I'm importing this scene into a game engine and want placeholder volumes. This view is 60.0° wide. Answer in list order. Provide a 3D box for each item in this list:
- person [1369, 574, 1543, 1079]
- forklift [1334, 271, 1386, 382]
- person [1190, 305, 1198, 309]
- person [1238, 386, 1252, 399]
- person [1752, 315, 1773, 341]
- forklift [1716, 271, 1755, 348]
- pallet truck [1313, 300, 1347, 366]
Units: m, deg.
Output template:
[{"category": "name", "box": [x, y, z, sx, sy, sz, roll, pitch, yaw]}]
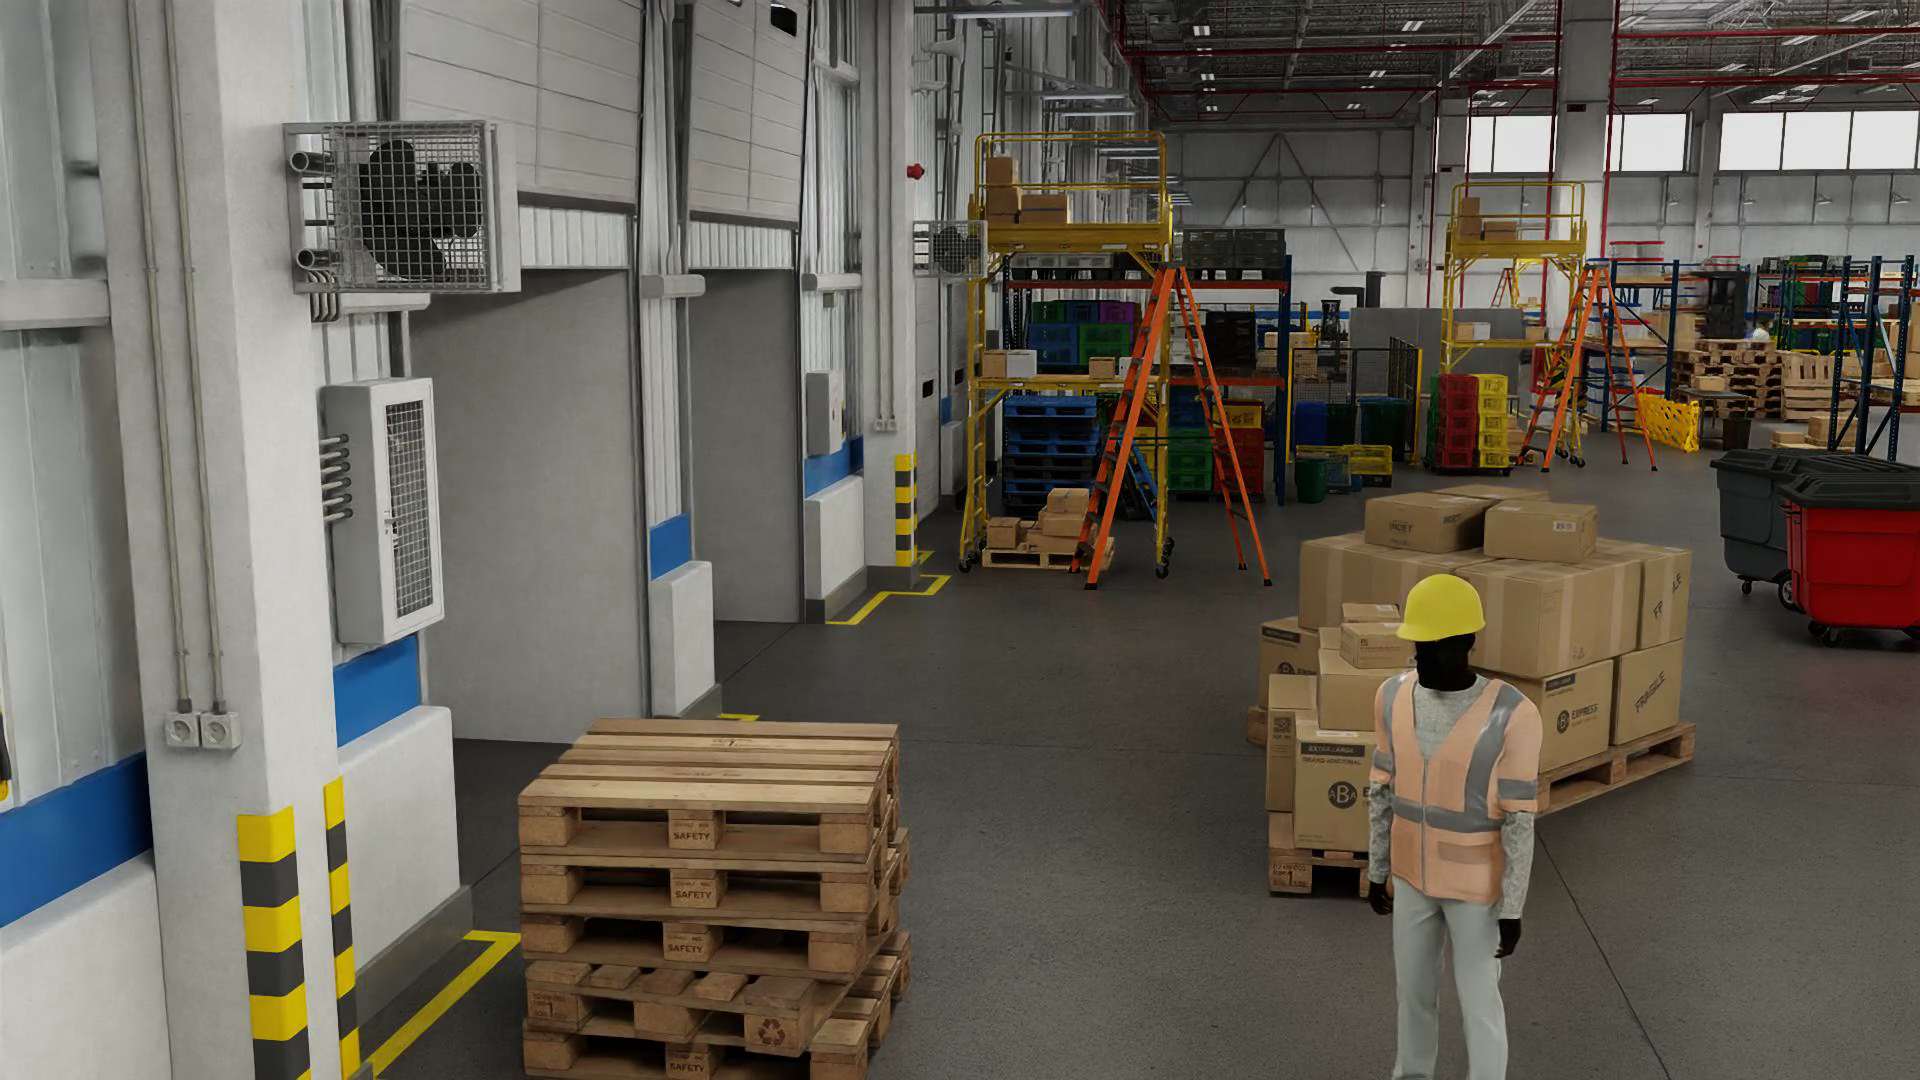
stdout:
[{"category": "person", "box": [1.521, 1.051, 5.244, 0.393, 1.921, 0.585, -8, 12, -40]}, {"category": "forklift", "box": [10.436, -5.400, 42.069, 1.873, 2.768, 1.129, 1, 9, 9]}, {"category": "person", "box": [6.208, -5.304, 44.421, 0.390, 1.927, 0.546, 6, 11, 34]}, {"category": "person", "box": [5.909, -3.581, 34.697, 0.583, 1.624, 0.345, -6, 11, -31]}, {"category": "person", "box": [16.751, -3.707, 34.579, 0.717, 1.913, 0.664, 8, 12, 39]}, {"category": "forklift", "box": [22.098, -6.311, 47.686, 1.873, 2.768, 1.129, -3, 10, -17]}, {"category": "pallet truck", "box": [11.159, -6.200, 49.718, 0.823, 1.965, 1.885, 4, 10, 26]}]
